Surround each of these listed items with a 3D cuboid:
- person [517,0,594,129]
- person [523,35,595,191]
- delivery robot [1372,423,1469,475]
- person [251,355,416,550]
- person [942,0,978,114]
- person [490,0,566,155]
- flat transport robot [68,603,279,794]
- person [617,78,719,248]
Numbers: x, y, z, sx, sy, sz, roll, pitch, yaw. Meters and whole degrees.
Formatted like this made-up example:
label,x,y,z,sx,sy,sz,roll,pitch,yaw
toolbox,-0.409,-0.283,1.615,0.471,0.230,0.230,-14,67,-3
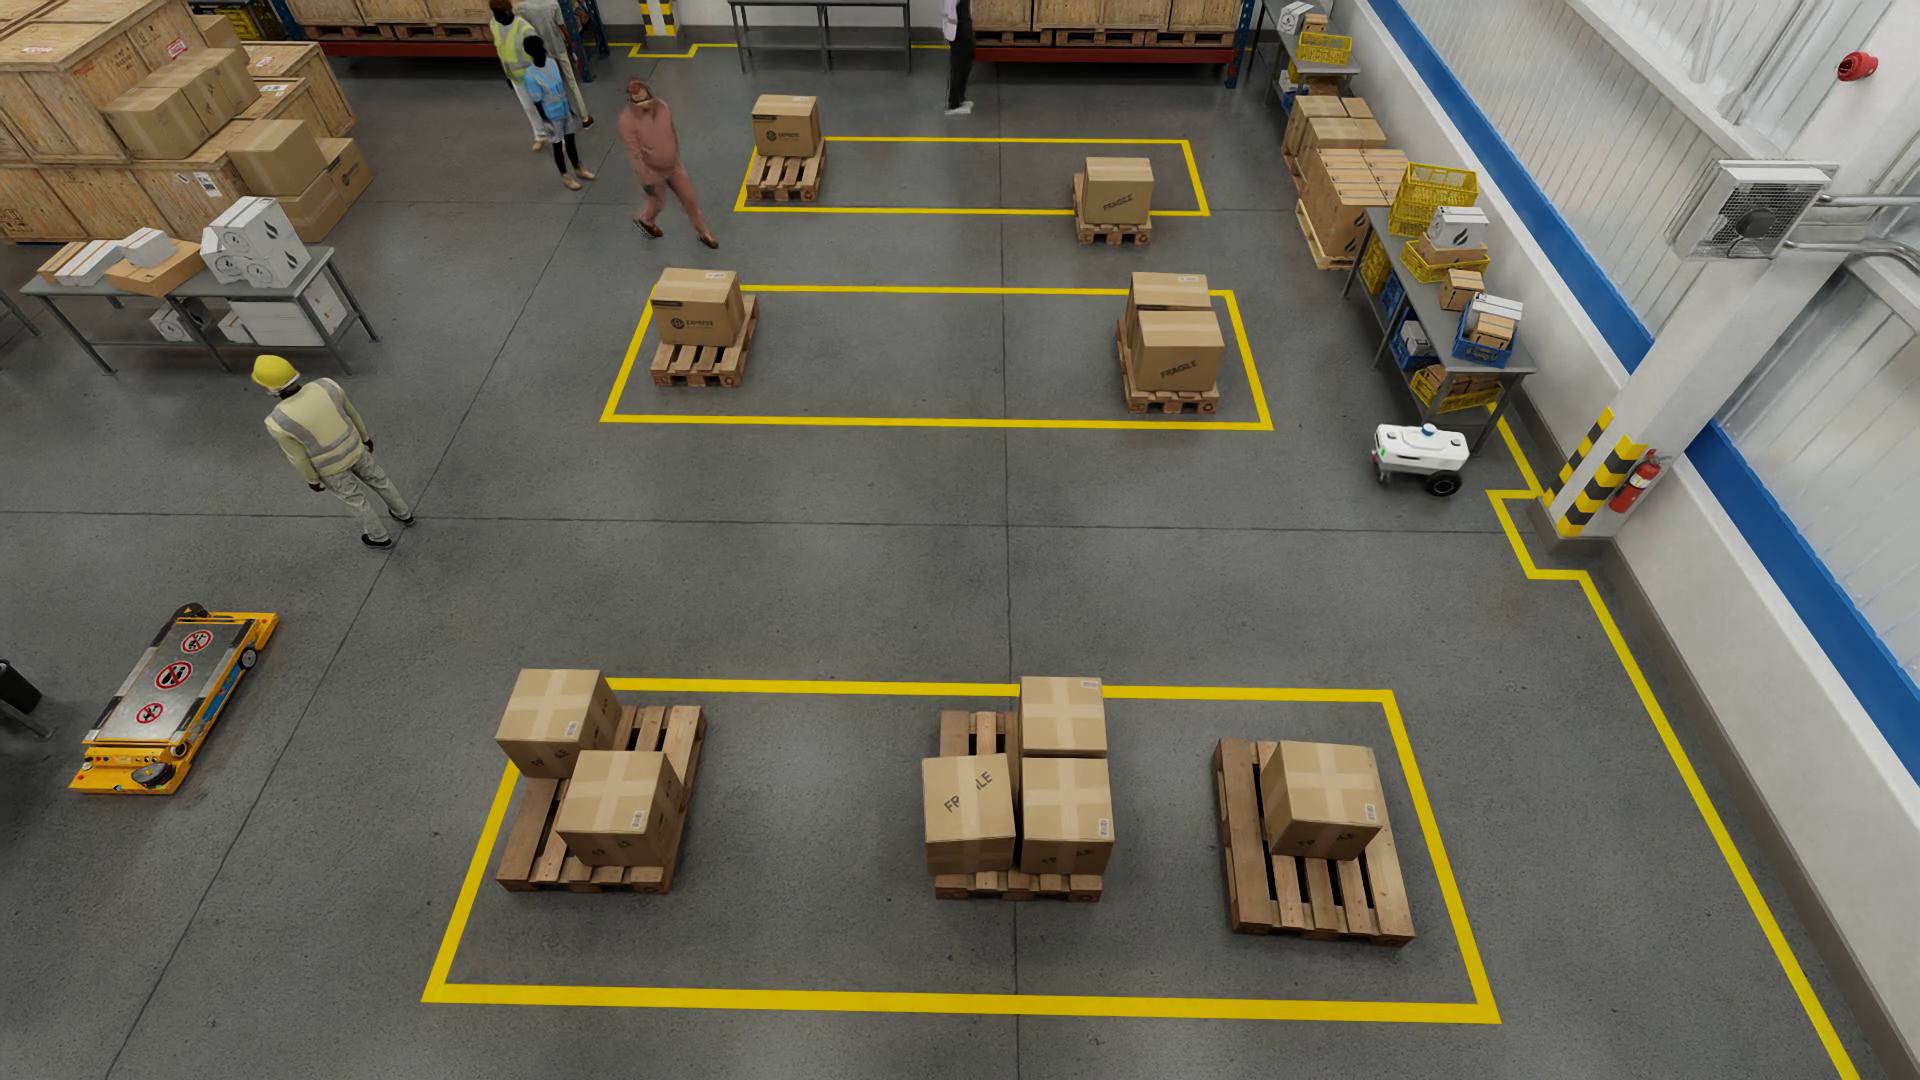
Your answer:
label,x,y,z,sx,sy,sz,roll,pitch,yaw
person,-5.082,-6.094,11.465,0.531,1.870,0.317,-13,51,-10
person,-4.670,-4.930,10.593,0.317,1.696,0.539,15,51,12
delivery robot,3.887,-0.778,7.763,0.707,0.478,0.477,7,50,6
person,-4.694,-0.647,6.878,0.403,1.837,0.591,17,52,14
person,0.070,-6.449,11.749,0.580,1.897,0.609,-11,51,-9
person,-5.226,-5.575,11.053,0.622,1.833,0.430,19,52,16
flat transport robot,-5.504,1.072,6.442,0.652,0.197,1.431,1,50,1
person,-3.209,-3.979,9.693,0.829,1.859,0.656,35,58,26
